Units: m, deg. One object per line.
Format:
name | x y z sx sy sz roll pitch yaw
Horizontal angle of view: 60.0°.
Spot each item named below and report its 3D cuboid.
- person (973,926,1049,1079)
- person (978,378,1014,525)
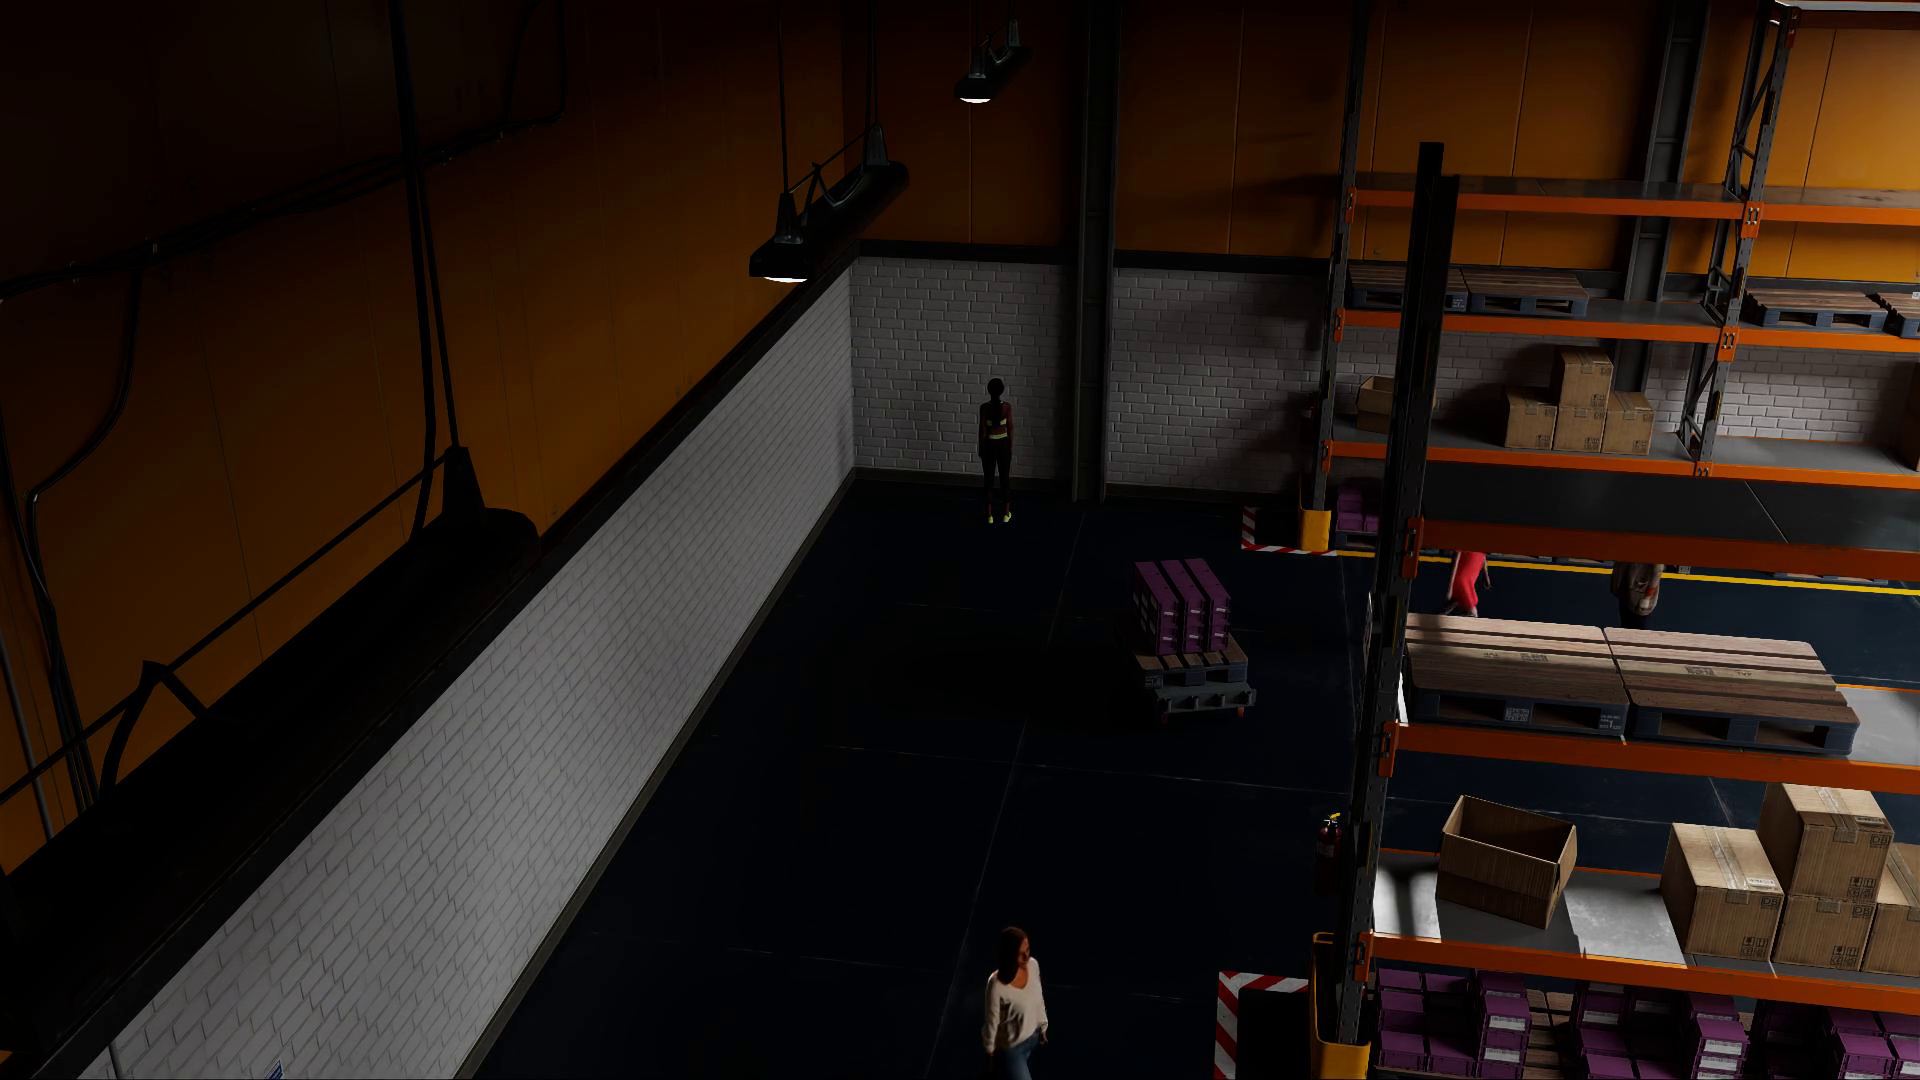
person | 0.272 3.043 10.188 1.136 1.647 0.965 19 30 37
person | 0.424 -1.043 19.401 0.528 1.754 0.672 -2 24 -5
